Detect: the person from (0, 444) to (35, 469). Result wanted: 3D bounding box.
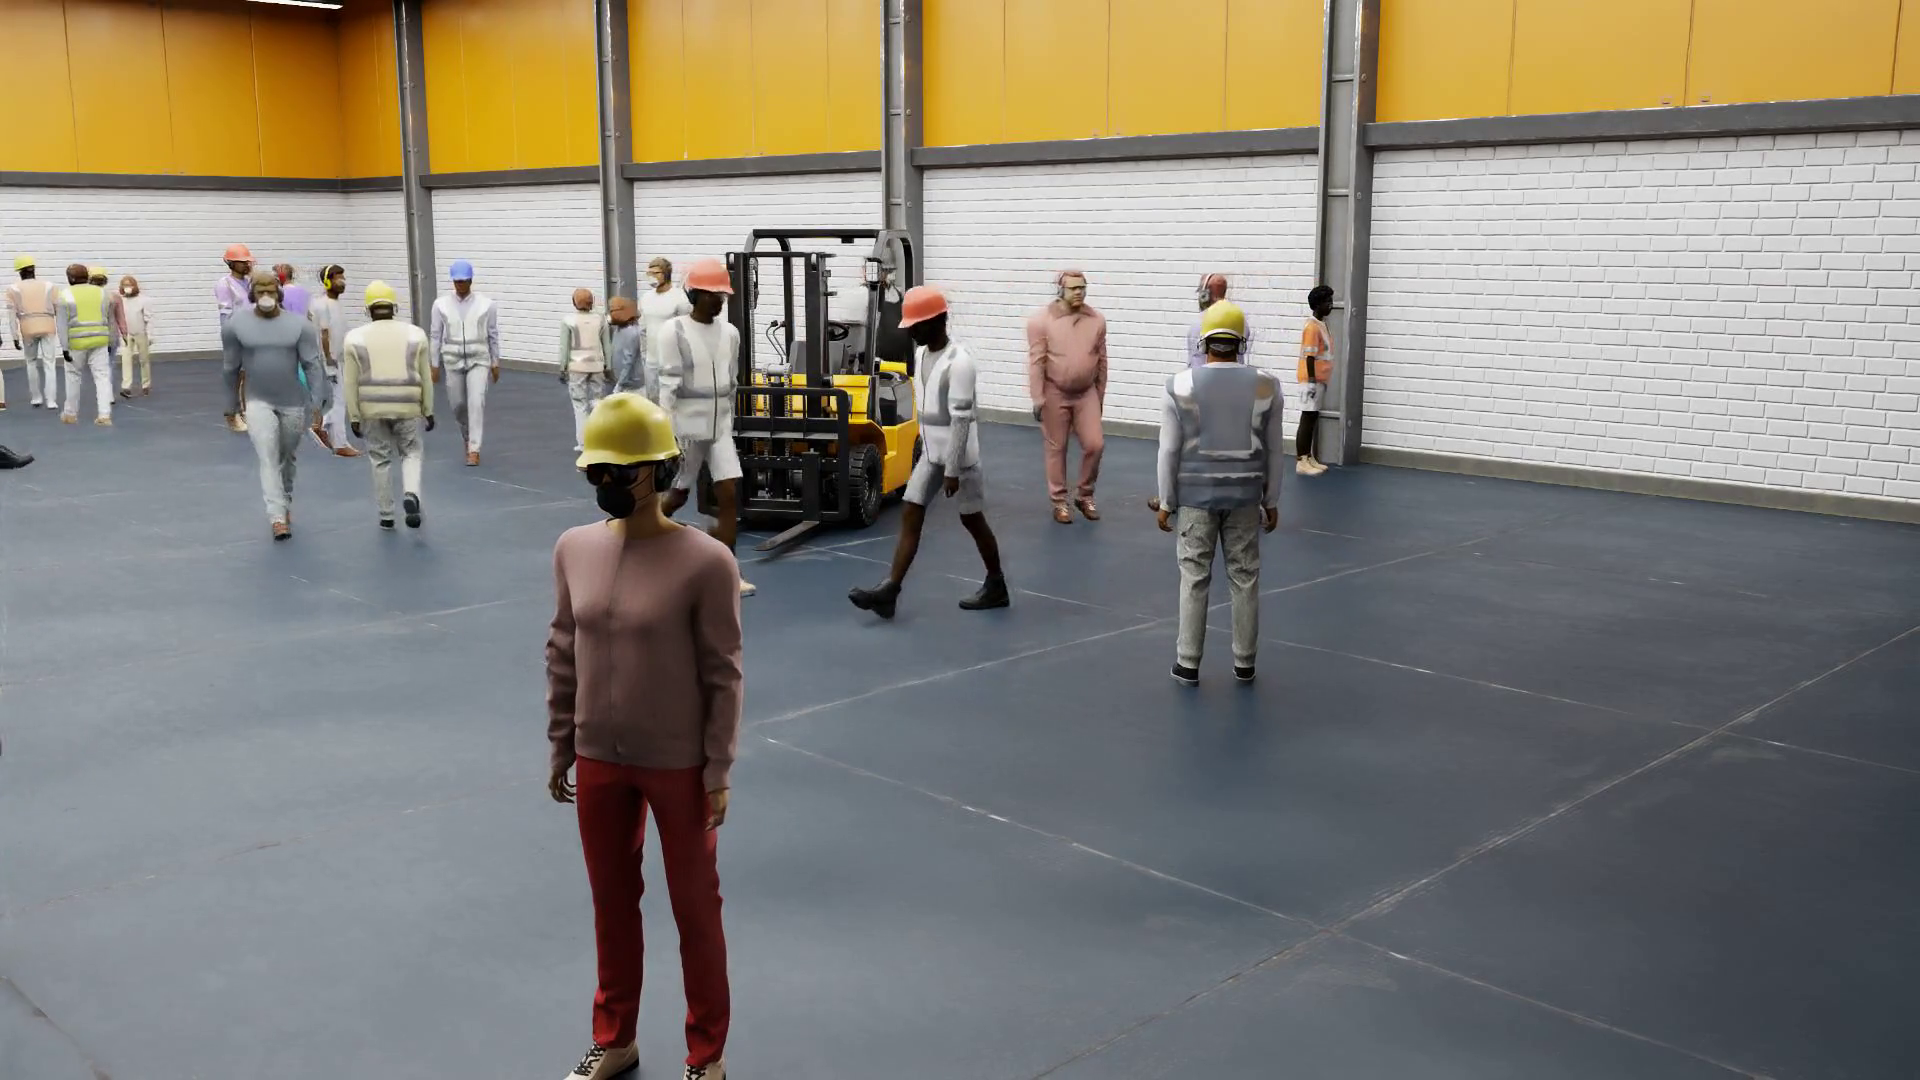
[{"bbox_3d":[-9.069,-1.561,15.102,1.014,1.890,0.546,-2,11,-12],"label":"person"}]

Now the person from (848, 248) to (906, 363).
[{"bbox_3d":[-0.650,-1.781,15.857,0.743,2.000,0.687,6,12,30],"label":"person"}]

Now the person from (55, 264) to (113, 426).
[{"bbox_3d":[-9.910,-2.199,18.783,0.864,1.812,0.629,10,14,42],"label":"person"}]

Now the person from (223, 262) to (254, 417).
[{"bbox_3d":[-8.377,-2.363,19.471,0.769,1.880,0.648,7,13,35],"label":"person"}]

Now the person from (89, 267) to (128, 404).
[{"bbox_3d":[-10.903,-2.584,21.092,0.736,1.718,0.554,10,14,42],"label":"person"}]

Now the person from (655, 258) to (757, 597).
[{"bbox_3d":[-1.613,-0.687,10.016,0.625,2.005,0.983,-10,14,-44],"label":"person"}]

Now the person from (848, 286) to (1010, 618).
[{"bbox_3d":[-0.132,-0.477,9.255,1.013,1.851,0.604,-7,12,-33],"label":"person"}]

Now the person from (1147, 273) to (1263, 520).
[{"bbox_3d":[1.905,-1.068,12.500,0.653,1.854,1.017,-8,13,-39],"label":"person"}]

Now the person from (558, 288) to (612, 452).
[{"bbox_3d":[-3.656,-1.655,16.307,0.519,1.624,0.423,-8,13,-38],"label":"person"}]

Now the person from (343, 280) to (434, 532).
[{"bbox_3d":[-4.062,-0.936,11.853,0.610,1.816,0.552,-4,11,-21],"label":"person"}]

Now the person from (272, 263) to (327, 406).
[{"bbox_3d":[-8.030,-2.437,20.087,0.873,1.806,0.560,3,11,16],"label":"person"}]

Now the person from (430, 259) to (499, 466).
[{"bbox_3d":[-4.657,-1.685,15.678,0.624,1.918,0.886,-2,11,-9],"label":"person"}]

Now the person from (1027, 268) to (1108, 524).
[{"bbox_3d":[0.815,-1.056,12.304,0.648,1.892,0.456,-3,11,-15],"label":"person"}]

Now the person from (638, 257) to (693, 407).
[{"bbox_3d":[-2.678,-1.601,15.150,0.635,1.937,0.352,7,12,33],"label":"person"}]

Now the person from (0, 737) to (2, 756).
[{"bbox_3d":[-2.894,0.467,4.476,0.539,1.723,0.909,-2,11,-10],"label":"person"}]

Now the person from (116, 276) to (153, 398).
[{"bbox_3d":[-10.883,-2.665,21.886,0.514,1.586,0.844,-2,11,-12],"label":"person"}]

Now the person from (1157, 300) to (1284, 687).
[{"bbox_3d":[1.223,-0.212,7.867,0.600,1.832,0.404,0,10,-2],"label":"person"}]

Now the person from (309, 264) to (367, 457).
[{"bbox_3d":[-6.036,-1.707,15.990,0.498,1.846,0.518,1,10,6],"label":"person"}]

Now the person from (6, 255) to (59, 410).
[{"bbox_3d":[-11.396,-2.566,20.558,0.631,1.878,0.890,-6,12,-31],"label":"person"}]

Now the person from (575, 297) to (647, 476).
[{"bbox_3d":[-2.994,-1.317,14.556,0.823,1.591,0.504,-7,13,-34],"label":"person"}]

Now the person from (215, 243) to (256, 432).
[{"bbox_3d":[-7.799,-2.199,18.131,0.379,2.041,0.616,2,11,9],"label":"person"}]

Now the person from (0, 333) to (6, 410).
[{"bbox_3d":[-11.886,-2.487,20.172,0.316,1.870,0.531,5,11,23],"label":"person"}]

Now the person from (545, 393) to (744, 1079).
[{"bbox_3d":[-0.769,0.527,4.020,0.525,1.769,0.310,4,11,19],"label":"person"}]

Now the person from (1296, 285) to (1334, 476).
[{"bbox_3d":[3.172,-1.422,14.857,0.319,1.690,0.532,4,11,20],"label":"person"}]

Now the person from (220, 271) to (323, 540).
[{"bbox_3d":[-4.901,-0.974,11.909,0.646,1.879,1.075,-5,12,-26],"label":"person"}]

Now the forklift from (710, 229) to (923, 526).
[{"bbox_3d":[-1.050,-1.319,12.920,1.214,2.155,2.313,2,11,13],"label":"forklift"}]
